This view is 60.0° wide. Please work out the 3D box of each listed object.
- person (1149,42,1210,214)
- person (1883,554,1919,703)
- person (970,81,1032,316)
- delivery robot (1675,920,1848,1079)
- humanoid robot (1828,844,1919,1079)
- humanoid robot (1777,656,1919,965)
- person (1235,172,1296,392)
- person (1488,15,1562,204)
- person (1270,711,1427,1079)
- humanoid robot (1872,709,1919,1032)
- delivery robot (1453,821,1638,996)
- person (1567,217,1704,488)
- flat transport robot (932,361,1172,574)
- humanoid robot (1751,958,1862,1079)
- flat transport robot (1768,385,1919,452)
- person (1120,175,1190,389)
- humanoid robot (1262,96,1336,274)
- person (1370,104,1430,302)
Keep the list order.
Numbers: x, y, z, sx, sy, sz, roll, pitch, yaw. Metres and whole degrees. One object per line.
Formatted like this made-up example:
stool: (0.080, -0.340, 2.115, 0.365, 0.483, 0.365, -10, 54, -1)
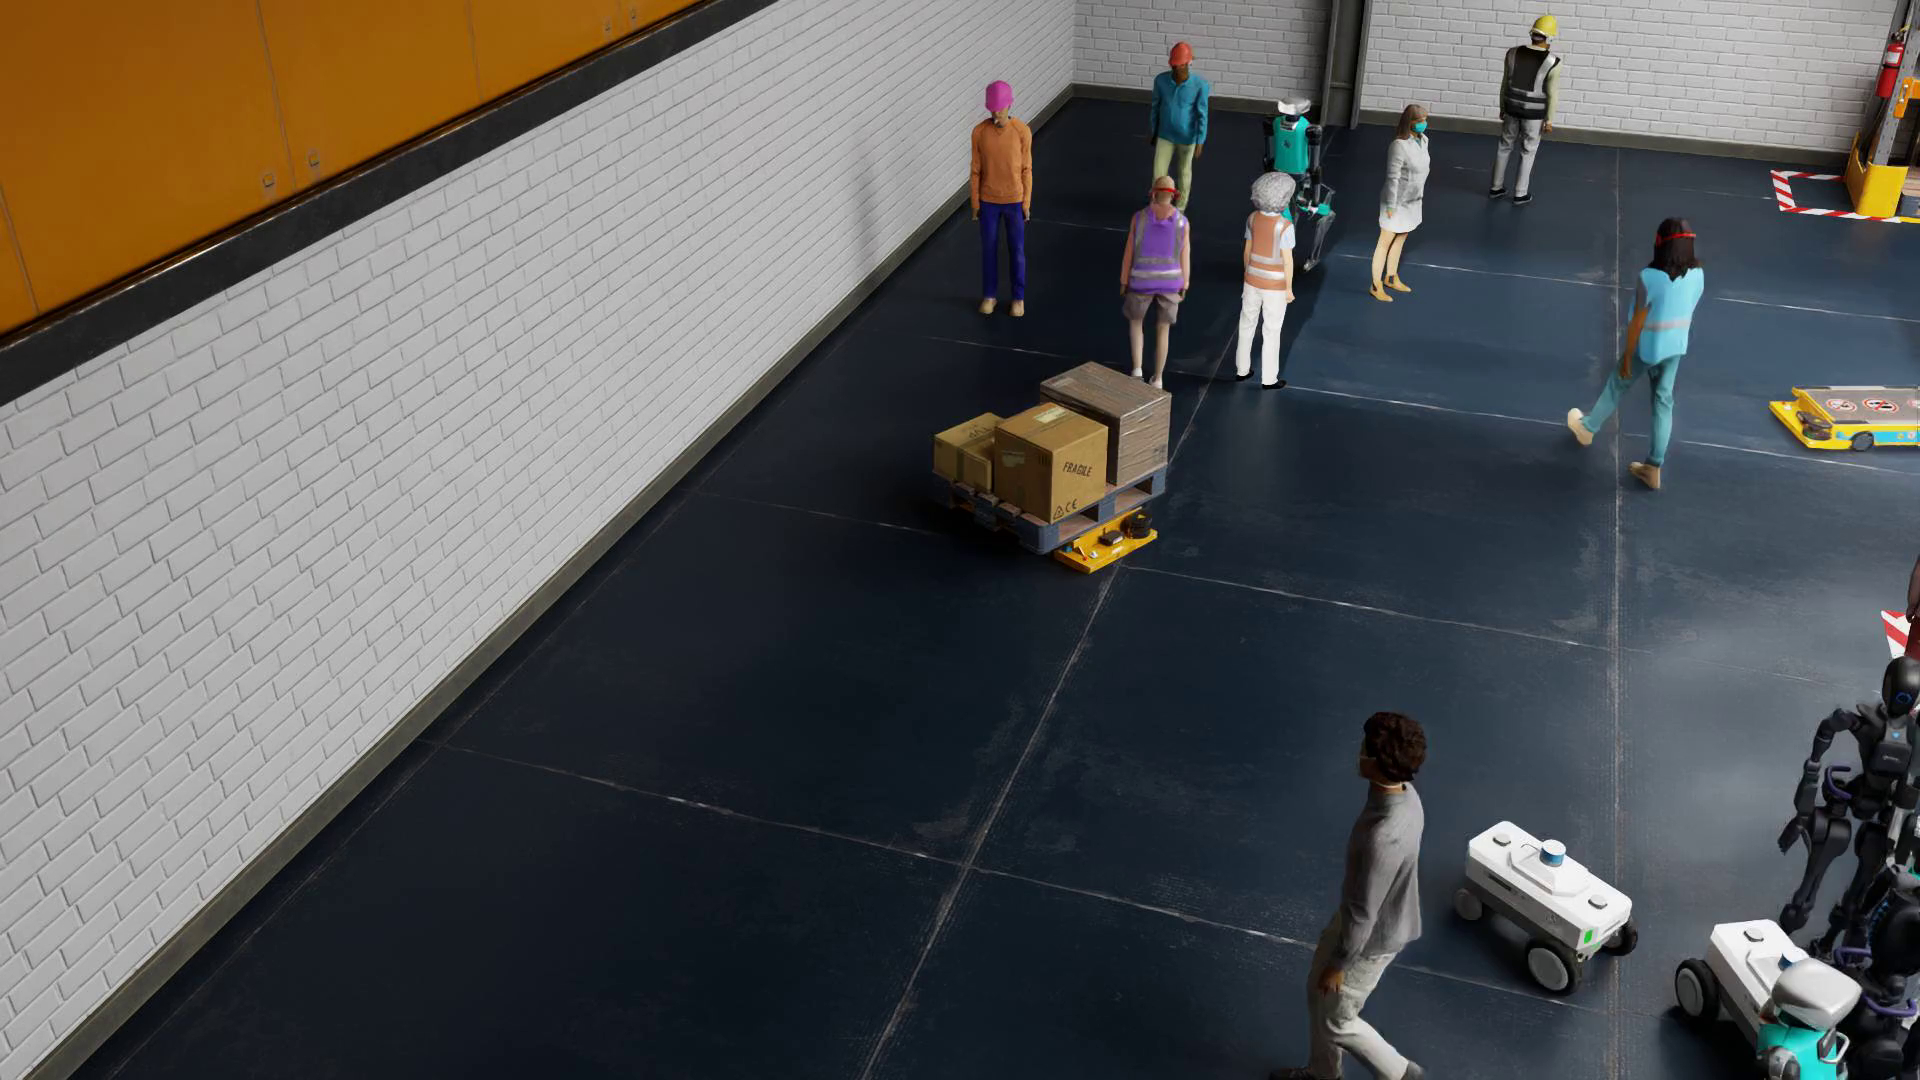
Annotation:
person: (2.002, -3.772, 15.597, 0.594, 1.720, 0.777, 13, 33, 21)
person: (5.032, 0.435, 8.408, 0.309, 1.767, 0.531, -15, 34, -24)
person: (0.334, -2.815, 13.742, 0.518, 1.972, 0.404, 4, 31, 7)
delivery robot: (3.442, 1.952, 7.006, 0.499, 0.578, 0.738, -4, 31, -7)
humanoid robot: (3.408, 1.768, 6.235, 0.357, 1.642, 0.609, 0, 30, -1)
humanoid robot: (3.878, 1.248, 7.113, 0.601, 1.654, 0.447, 9, 32, 14)
person: (2.312, -1.939, 12.519, 0.434, 1.689, 0.311, 26, 39, 37)
person: (5.535, -4.188, 16.225, 0.597, 1.818, 0.403, 26, 39, 37)
person: (1.593, 1.500, 6.489, 0.567, 1.865, 0.570, 5, 31, 9)
humanoid robot: (4.037, 1.432, 6.839, 0.553, 1.879, 0.753, 17, 35, 27)
delivery robot: (2.650, 1.622, 7.577, 0.499, 0.587, 0.766, -21, 36, -31)
person: (4.681, -1.347, 11.383, 0.532, 1.817, 0.975, -6, 31, -9)
flat transport robot: (0.552, -0.220, 10.999, 0.659, 0.231, 1.431, -26, 39, -37)
humanoid robot: (2.846, 2.206, 5.424, 0.973, 1.736, 0.547, 24, 38, 35)
flat transport robot: (6.766, -0.890, 12.140, 1.431, 0.231, 0.659, 0, 30, -1)
person: (1.451, -1.885, 12.424, 0.526, 1.682, 0.376, 2, 31, 3)
humanoid robot: (2.957, -3.024, 14.327, 0.533, 1.722, 1.036, 21, 36, 31)
person: (3.768, -2.866, 14.125, 0.487, 1.660, 0.340, -27, 40, -37)
